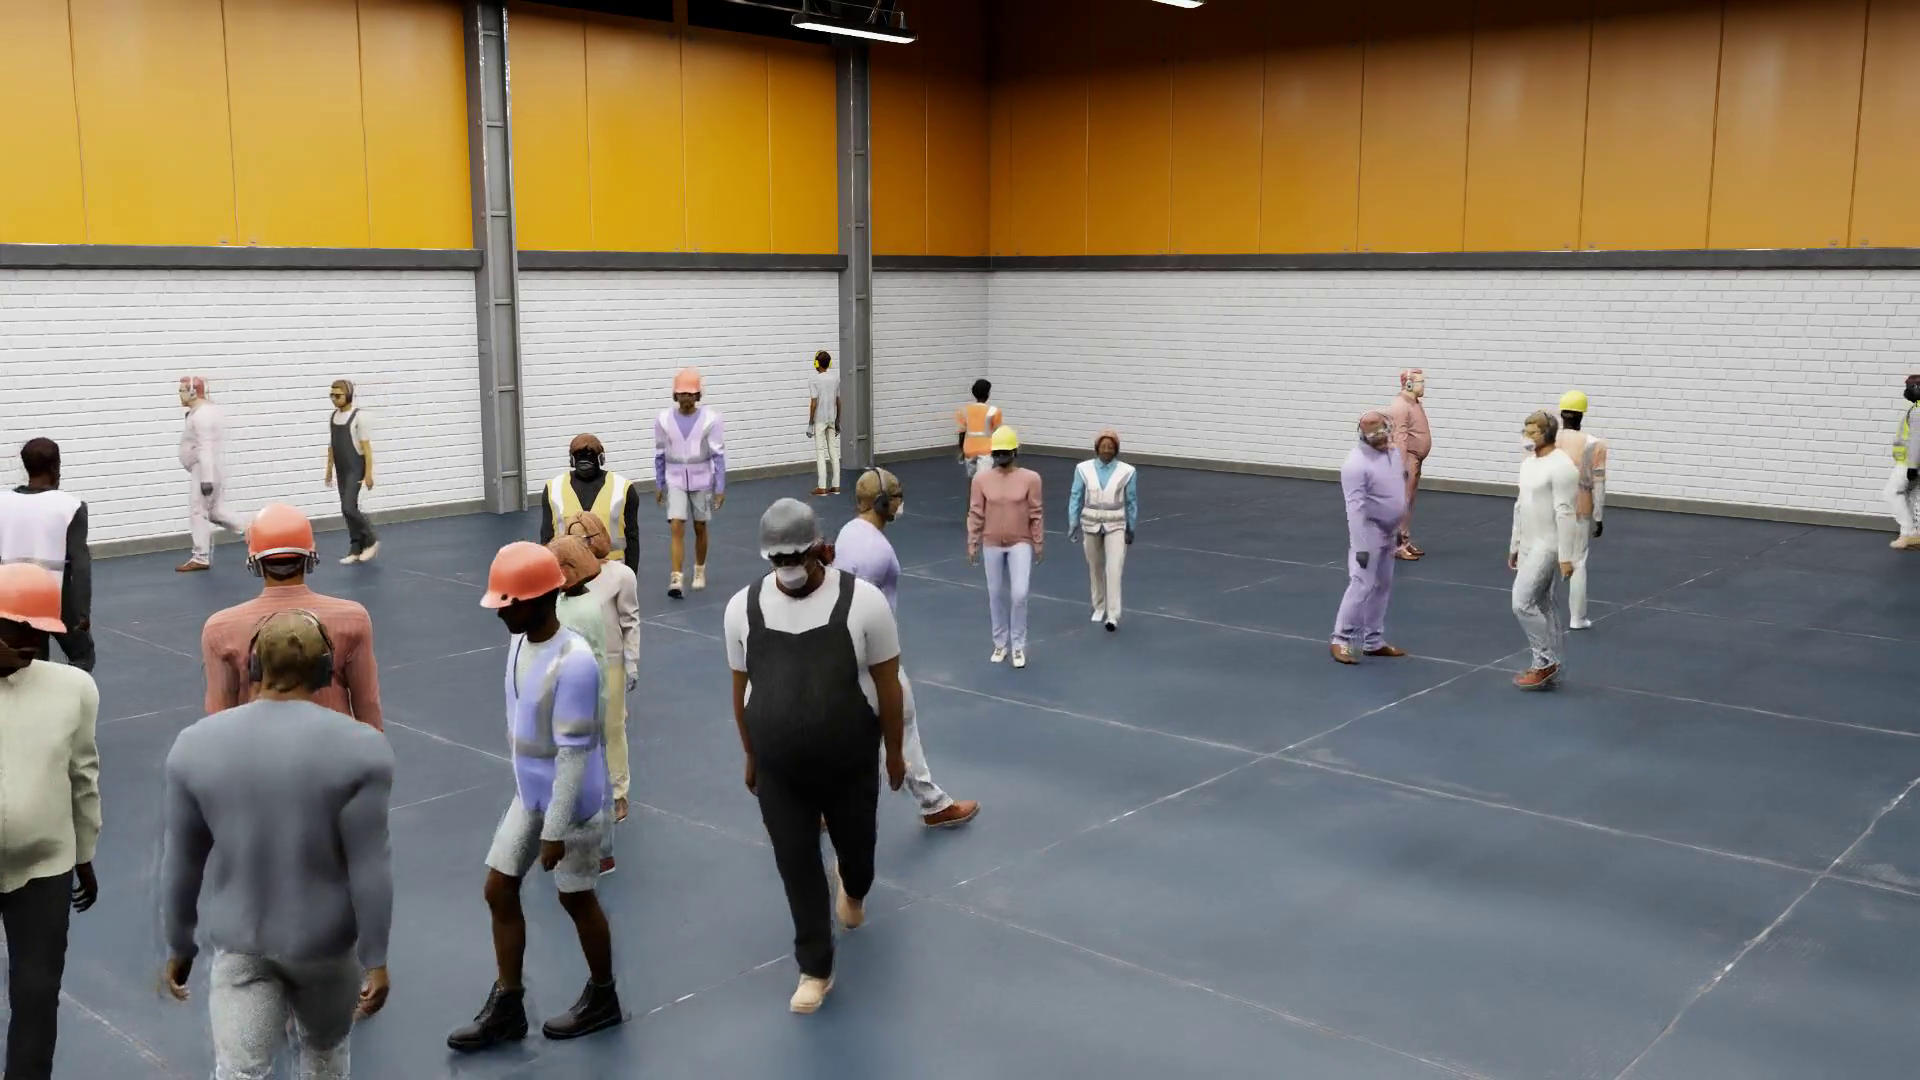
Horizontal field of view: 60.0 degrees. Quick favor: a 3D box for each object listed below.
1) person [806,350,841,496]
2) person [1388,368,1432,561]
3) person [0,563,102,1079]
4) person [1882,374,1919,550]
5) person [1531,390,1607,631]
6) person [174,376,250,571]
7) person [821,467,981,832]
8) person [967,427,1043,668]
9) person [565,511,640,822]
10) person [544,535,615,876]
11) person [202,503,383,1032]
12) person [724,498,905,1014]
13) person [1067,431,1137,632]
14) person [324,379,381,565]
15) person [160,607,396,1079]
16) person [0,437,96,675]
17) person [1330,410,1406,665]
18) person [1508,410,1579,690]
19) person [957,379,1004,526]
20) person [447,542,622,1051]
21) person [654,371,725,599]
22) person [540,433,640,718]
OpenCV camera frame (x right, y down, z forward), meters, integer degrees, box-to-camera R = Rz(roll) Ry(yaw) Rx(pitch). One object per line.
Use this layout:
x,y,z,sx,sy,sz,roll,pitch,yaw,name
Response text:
-1.758,-1.505,21.451,0.533,1.868,0.310,-8,12,-42,person
4.502,-0.763,16.654,0.410,1.913,0.642,4,10,26,person
-3.103,1.019,5.362,0.637,1.949,0.915,-7,11,-37,person
9.794,-0.791,17.100,0.463,1.823,0.650,8,12,39,person
4.859,-0.240,13.320,0.592,1.924,0.379,5,10,29,person
-7.189,-0.646,16.025,0.738,1.886,0.656,-3,10,-21,person
-0.461,0.570,8.403,1.051,1.882,0.647,-3,9,-17,person
0.319,0.058,12.024,0.541,1.747,0.616,2,9,10,person
-1.908,0.656,8.615,0.507,1.631,0.266,1,9,5,person
-1.802,0.780,7.834,0.284,1.633,0.498,-5,10,-29,person
-2.485,0.851,6.250,0.611,1.997,0.375,-4,10,-24,person
-0.569,0.761,6.679,0.706,2.000,0.860,1,9,5,person
1.140,-0.073,13.329,0.531,1.593,0.870,2,9,13,person
-5.976,-0.655,16.222,0.518,1.828,0.400,6,11,34,person
-1.920,1.161,4.660,0.671,1.888,0.957,-1,9,-9,person
-5.312,0.360,9.647,0.606,1.906,0.436,0,9,1,person
3.025,-0.026,12.194,0.447,1.867,0.718,7,12,39,person
3.917,0.075,11.345,0.485,1.923,0.664,-1,9,-4,person
0.275,-0.994,18.874,0.539,1.650,0.869,5,10,29,person
-1.547,0.945,5.960,0.788,1.899,0.571,-8,12,-39,person
-2.387,-0.485,14.649,0.631,1.988,1.029,0,9,-3,person
-2.353,0.237,10.597,0.626,1.844,0.429,-1,9,-8,person
